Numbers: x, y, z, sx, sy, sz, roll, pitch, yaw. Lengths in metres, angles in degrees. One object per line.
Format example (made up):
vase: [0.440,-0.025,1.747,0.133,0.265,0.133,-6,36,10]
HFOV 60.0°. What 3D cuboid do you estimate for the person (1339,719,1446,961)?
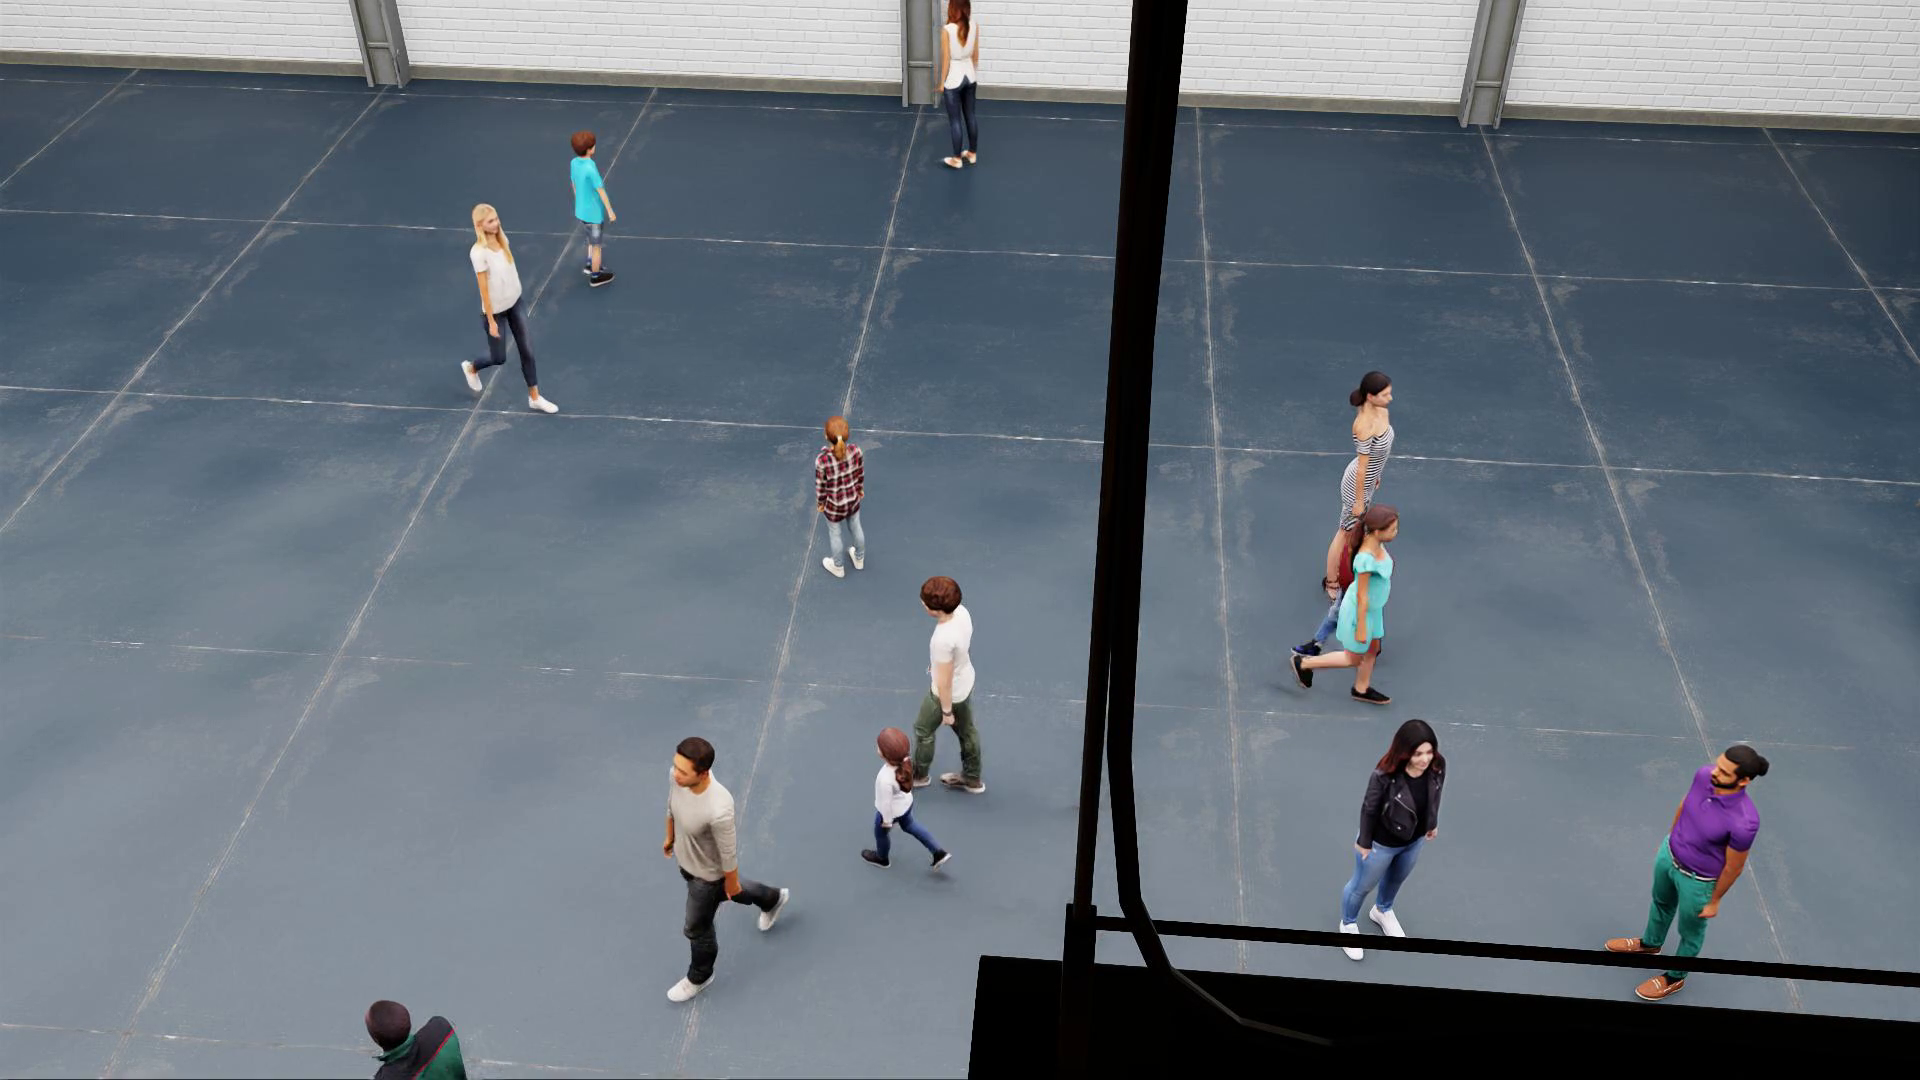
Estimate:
person: [2.323,1.586,8.924,0.652,1.634,0.779,-14,41,-16]

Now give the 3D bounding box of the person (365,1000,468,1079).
person: [-2.249,2.719,7.387,1.275,1.782,1.056,22,43,25]

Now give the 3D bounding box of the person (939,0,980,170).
person: [0.011,-4.561,16.500,0.660,1.785,0.741,-23,44,-26]

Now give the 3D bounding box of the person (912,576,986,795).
person: [0.020,0.890,9.795,0.904,1.635,0.698,13,40,16]

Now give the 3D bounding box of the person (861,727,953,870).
person: [-0.311,1.508,9.453,0.811,1.095,0.589,17,41,20]

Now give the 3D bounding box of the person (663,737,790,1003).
person: [-1.269,1.636,8.737,1.160,1.788,1.061,-25,45,-28]

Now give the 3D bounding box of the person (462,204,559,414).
person: [-3.664,-1.800,13.040,1.140,1.789,0.866,17,41,20]

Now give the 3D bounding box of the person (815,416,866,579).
person: [-0.822,-0.302,11.551,0.594,1.305,0.676,-19,42,-22]

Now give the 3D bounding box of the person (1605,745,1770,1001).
person: [3.842,1.706,8.667,0.655,1.766,0.681,-7,39,-9]

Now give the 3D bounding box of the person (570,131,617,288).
person: [-3.330,-2.902,14.700,0.668,1.438,0.612,-26,46,-29]

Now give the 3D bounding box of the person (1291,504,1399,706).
person: [2.468,0.427,10.445,0.967,1.547,0.757,16,41,19]

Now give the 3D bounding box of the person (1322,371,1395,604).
person: [2.681,-0.352,11.200,0.653,1.822,0.672,17,42,20]

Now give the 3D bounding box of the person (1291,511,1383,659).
person: [2.666,0.314,10.846,0.911,1.223,0.743,-14,41,-17]
